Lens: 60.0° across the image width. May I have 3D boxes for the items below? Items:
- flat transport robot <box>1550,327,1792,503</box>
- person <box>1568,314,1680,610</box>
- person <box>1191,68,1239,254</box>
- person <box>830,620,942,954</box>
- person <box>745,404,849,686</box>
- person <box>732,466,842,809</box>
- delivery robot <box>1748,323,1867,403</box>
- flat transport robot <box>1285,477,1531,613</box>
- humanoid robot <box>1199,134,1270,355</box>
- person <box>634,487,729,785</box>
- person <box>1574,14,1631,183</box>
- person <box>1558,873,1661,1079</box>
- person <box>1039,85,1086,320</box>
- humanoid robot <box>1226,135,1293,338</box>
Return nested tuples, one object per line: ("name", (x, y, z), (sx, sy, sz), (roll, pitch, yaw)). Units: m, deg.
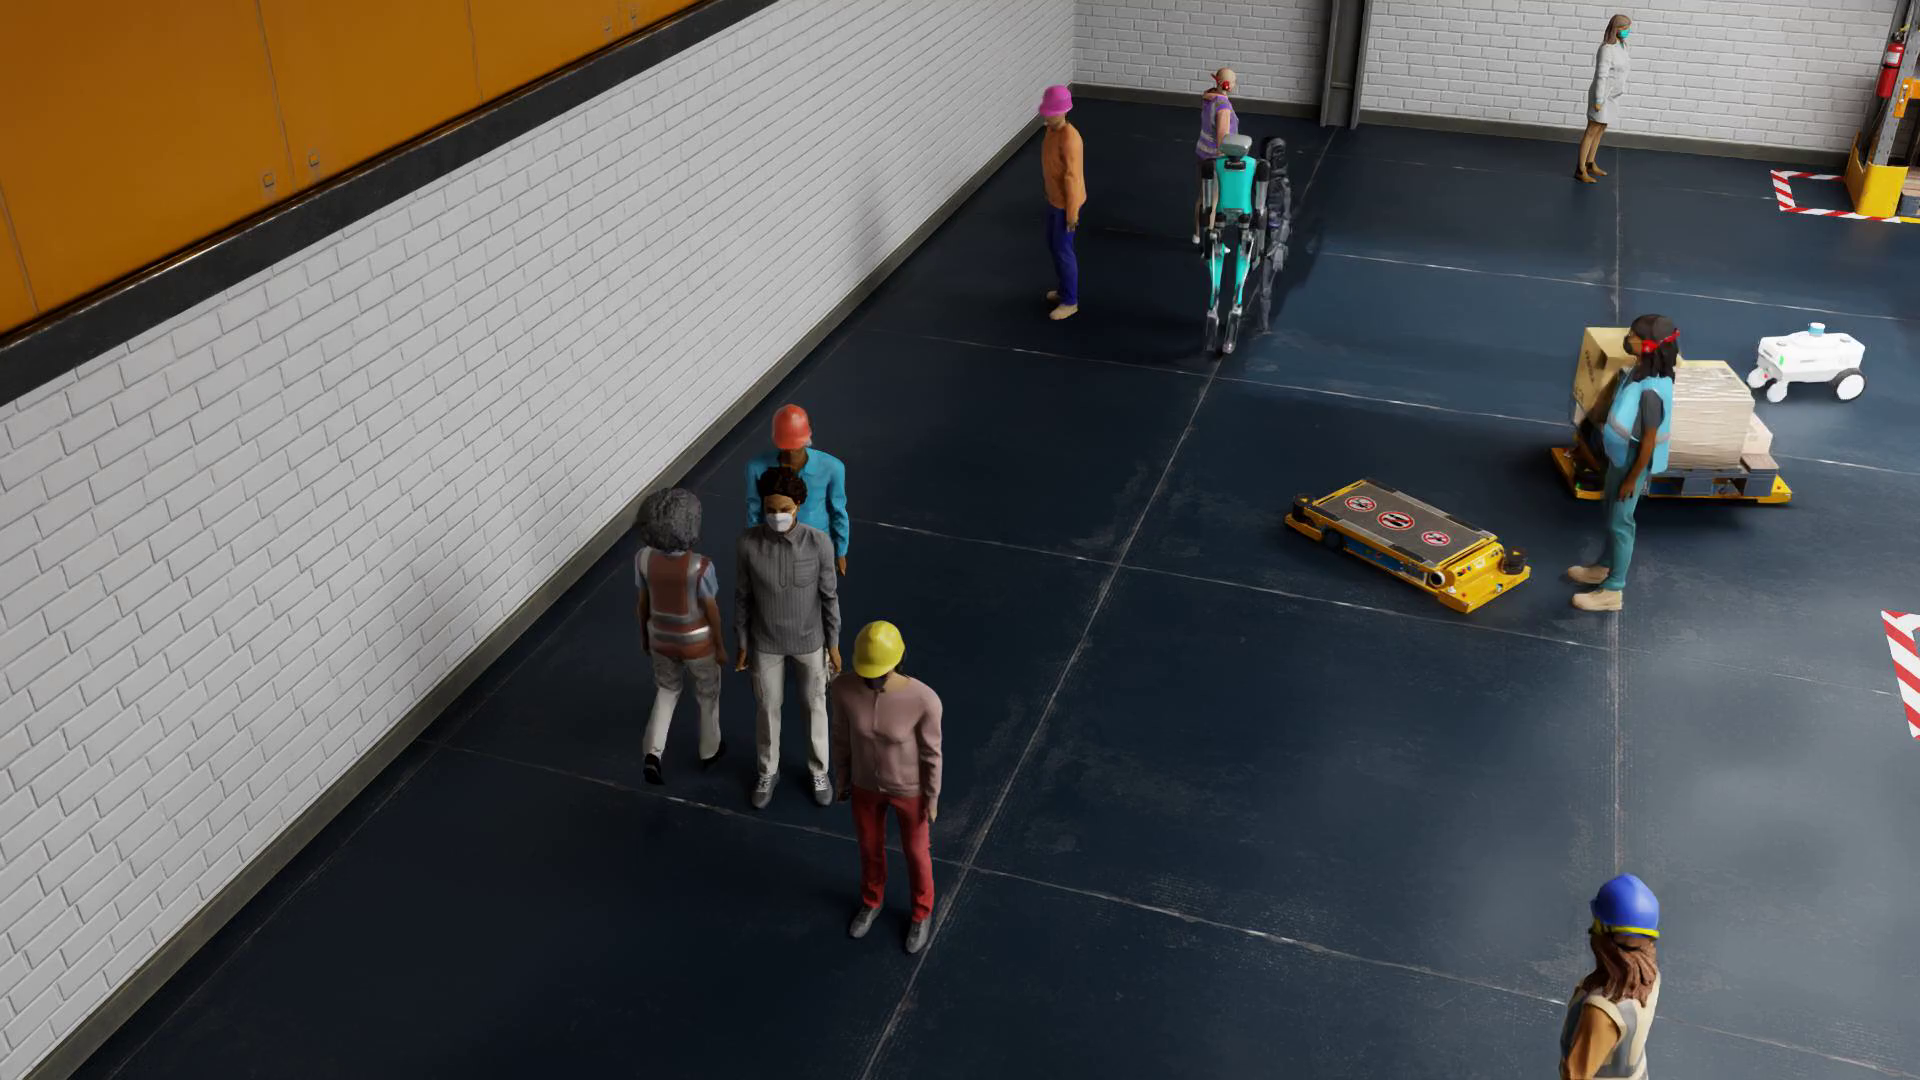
("flat transport robot", (4.890, -0.495, 11.468), (1.431, 0.231, 0.659), (1, 30, 2))
("person", (3.955, -0.449, 9.816), (0.374, 1.863, 0.543), (6, 31, 11))
("person", (2.310, -3.433, 15.067), (0.343, 1.687, 0.476), (-6, 31, -10))
("person", (-0.326, 1.087, 7.310), (0.516, 1.755, 0.352), (9, 32, 15))
("person", (-0.885, 0.046, 9.094), (0.560, 1.743, 0.353), (0, 30, -1))
("person", (-0.848, 0.480, 8.202), (0.531, 1.900, 0.393), (0, 30, -1))
("delivery robot", (6.457, -1.372, 12.647), (0.738, 0.563, 0.499), (-4, 31, -7))
("flat transport robot", (2.844, -0.002, 10.628), (0.659, 0.231, 1.431), (-23, 37, -34))
("humanoid robot", (2.075, -2.176, 12.920), (0.555, 1.840, 0.696), (7, 31, 12))
("person", (-1.408, 0.525, 8.344), (0.450, 1.676, 0.579), (8, 31, 14))
("person", (6.556, -4.478, 16.868), (0.335, 1.659, 0.496), (23, 37, 34))
("person", (2.231, 1.951, 5.838), (0.399, 1.761, 0.606), (18, 35, 28))
("person", (0.806, -2.793, 13.711), (0.446, 1.963, 0.589), (-8, 31, -14))
("humanoid robot", (2.457, -2.426, 13.363), (0.330, 1.654, 0.610), (-12, 32, -19))
